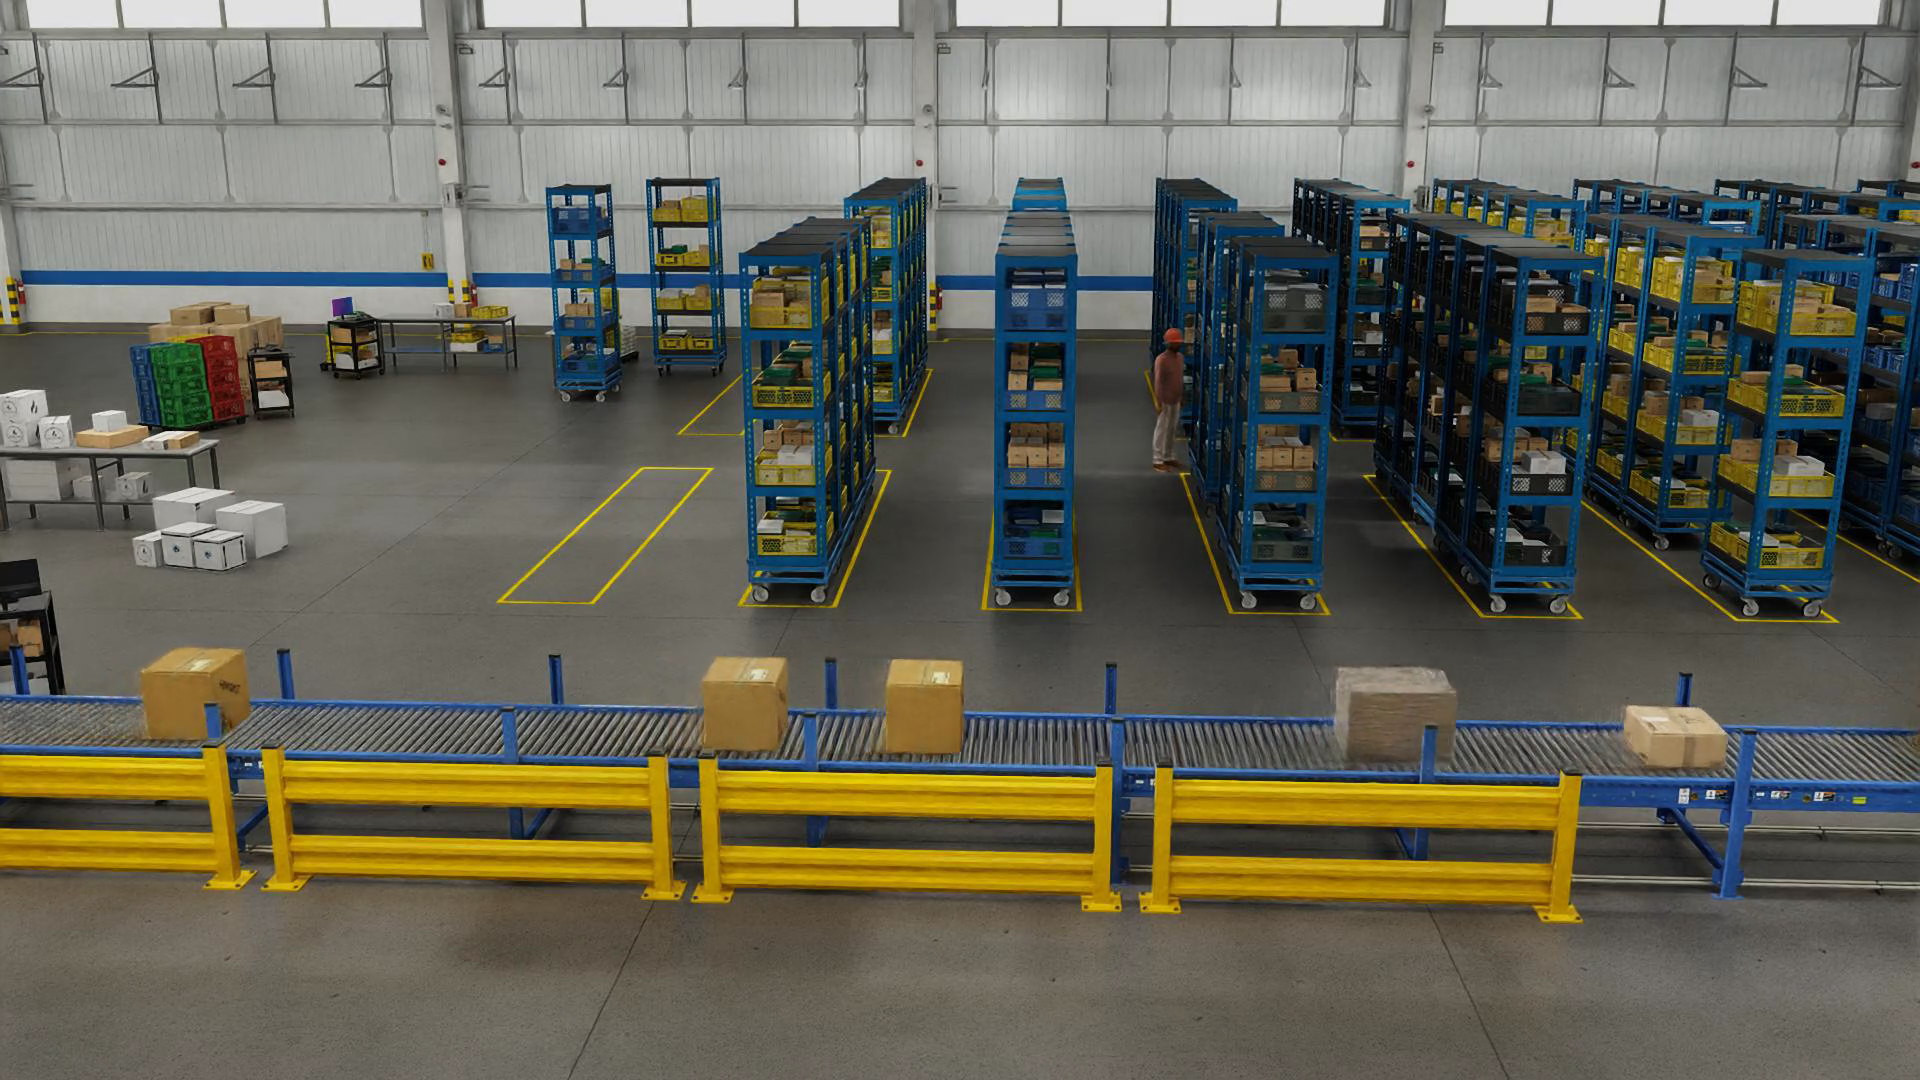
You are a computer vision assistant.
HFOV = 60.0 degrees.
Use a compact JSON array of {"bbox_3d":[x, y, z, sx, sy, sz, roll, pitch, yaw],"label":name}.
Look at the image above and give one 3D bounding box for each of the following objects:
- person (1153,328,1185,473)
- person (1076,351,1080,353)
[{"bbox_3d":[2.910,-1.939,22.957,0.395,1.993,0.614,13,20,40],"label":"person"},{"bbox_3d":[1.984,-4.610,33.247,0.826,1.805,0.580,0,15,0],"label":"person"}]
